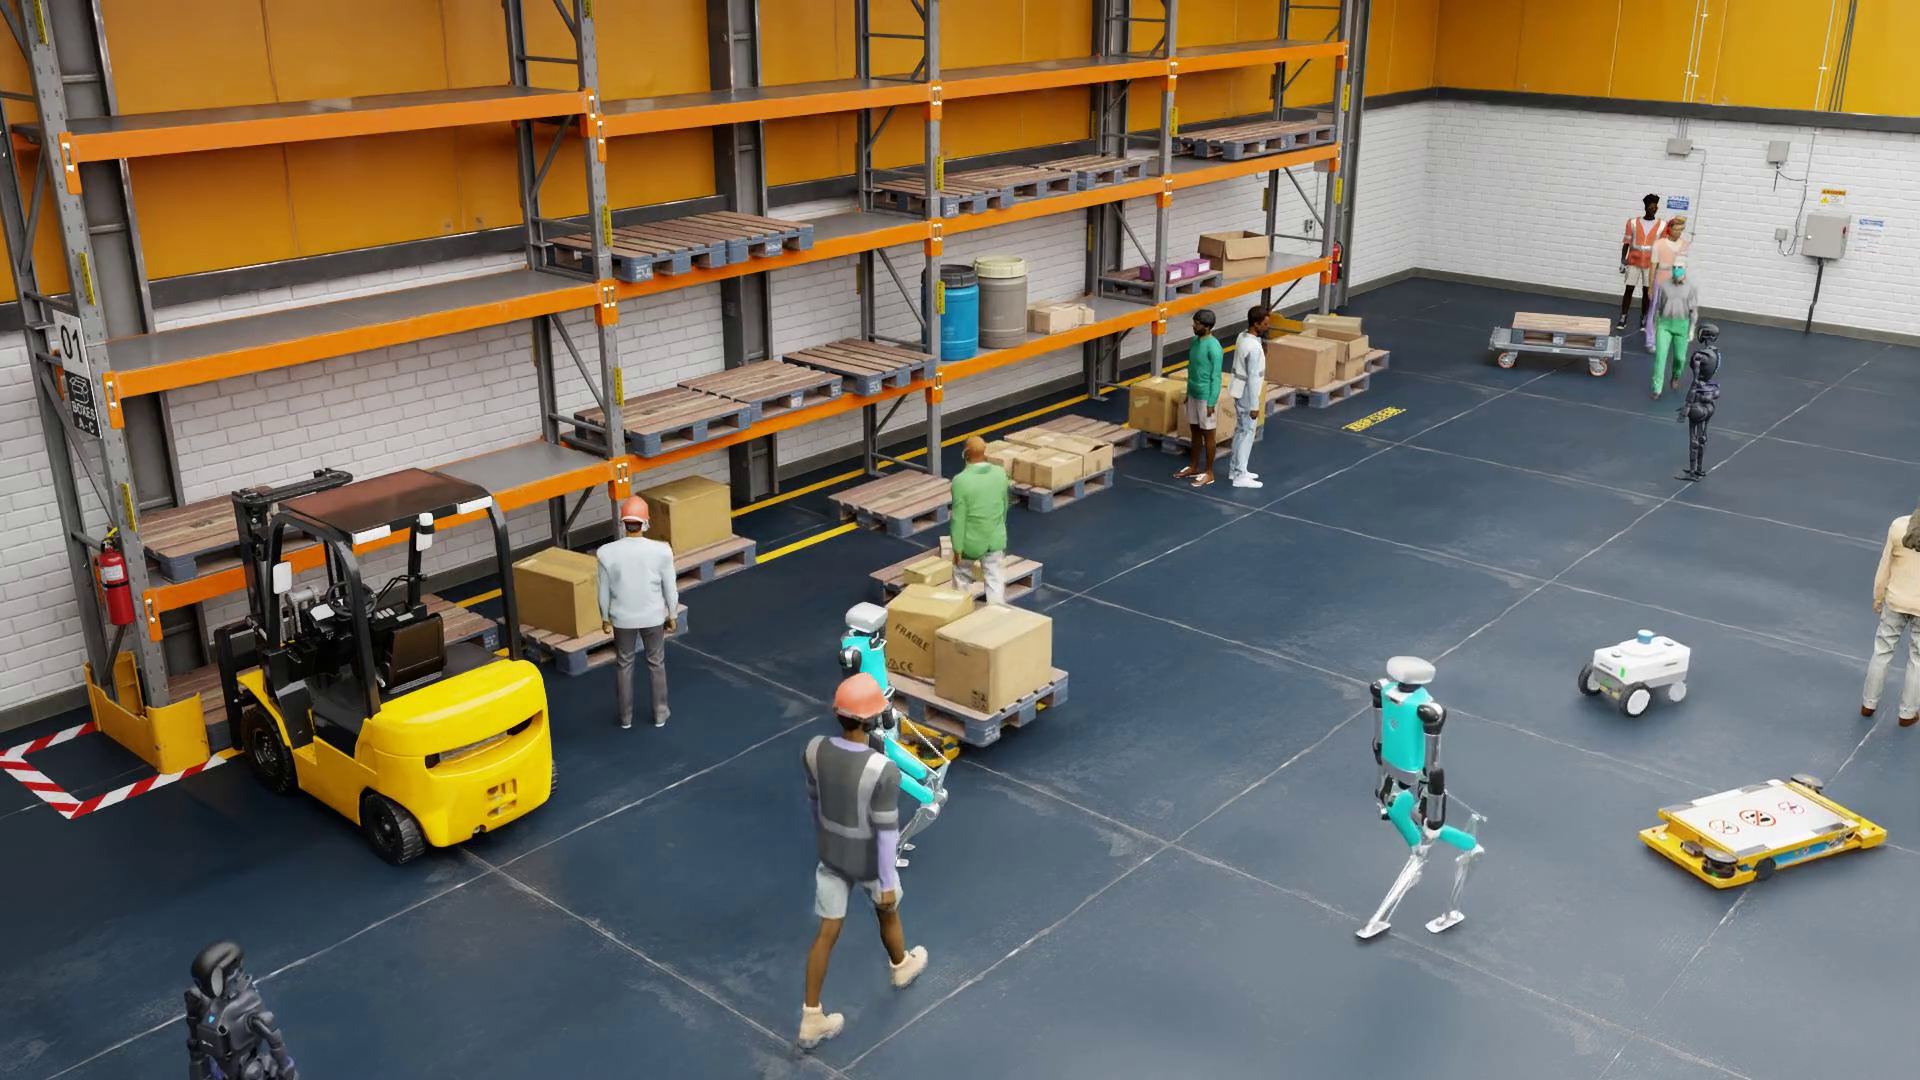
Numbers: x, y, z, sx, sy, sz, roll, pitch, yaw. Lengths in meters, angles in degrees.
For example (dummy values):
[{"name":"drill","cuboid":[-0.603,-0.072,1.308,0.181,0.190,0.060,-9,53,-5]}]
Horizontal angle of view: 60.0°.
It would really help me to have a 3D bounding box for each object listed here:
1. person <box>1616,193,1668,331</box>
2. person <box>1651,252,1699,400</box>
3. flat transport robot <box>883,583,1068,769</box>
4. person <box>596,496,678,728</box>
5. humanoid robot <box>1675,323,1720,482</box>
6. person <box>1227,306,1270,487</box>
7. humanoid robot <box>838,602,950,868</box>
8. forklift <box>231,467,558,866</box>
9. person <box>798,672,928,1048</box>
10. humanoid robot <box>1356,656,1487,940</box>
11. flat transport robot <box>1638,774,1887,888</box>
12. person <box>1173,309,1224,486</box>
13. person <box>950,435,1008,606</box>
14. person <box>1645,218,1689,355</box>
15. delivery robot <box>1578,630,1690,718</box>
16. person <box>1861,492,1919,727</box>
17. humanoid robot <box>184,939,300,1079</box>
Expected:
[{"name":"person","cuboid":[9.814,-3.992,23.916,0.612,1.965,0.361,8,22,21]},{"name":"person","cuboid":[8.823,-2.669,20.541,0.515,1.818,0.716,10,23,25]},{"name":"flat transport robot","cuboid":[0.015,1.255,12.149,0.659,0.231,1.431,16,26,37]},{"name":"person","cuboid":[-2.315,0.525,12.008,0.571,1.737,0.347,-3,20,-8]},{"name":"humanoid robot","cuboid":[7.748,-1.450,17.426,0.315,1.657,0.599,18,27,40]},{"name":"person","cuboid":[2.978,-1.482,17.208,0.408,1.908,0.595,-1,20,-3]},{"name":"humanoid robot","cuboid":[-0.338,1.198,9.992,0.735,1.677,0.533,6,21,16]},{"name":"forklift","cuboid":[-3.730,0.710,10.856,2.313,2.155,1.214,17,26,38]},{"name":"person","cuboid":[-0.548,1.620,8.681,0.628,1.989,1.043,12,24,30]},{"name":"humanoid robot","cuboid":[2.692,1.465,9.493,0.891,1.772,0.574,-9,22,-24]},{"name":"flat transport robot","cuboid":[5.102,1.842,10.561,1.431,0.231,0.659,-9,22,-22]},{"name":"person","cuboid":[2.532,-1.490,17.306,0.400,1.851,0.493,-9,22,-23]},{"name":"person","cuboid":[0.125,-0.013,13.470,0.550,1.744,0.851,-9,22,-23]},{"name":"person","cuboid":[9.618,-3.460,22.685,0.569,1.858,0.437,-7,21,-18]},{"name":"delivery robot","cuboid":[5.111,0.968,12.504,0.781,0.587,0.499,-9,22,-22]},{"name":"person","cuboid":[6.896,0.455,12.019,0.558,1.870,0.403,14,25,34]},{"name":"humanoid robot","cuboid":[-3.006,2.384,7.064,0.583,1.637,0.439,8,22,21]}]
